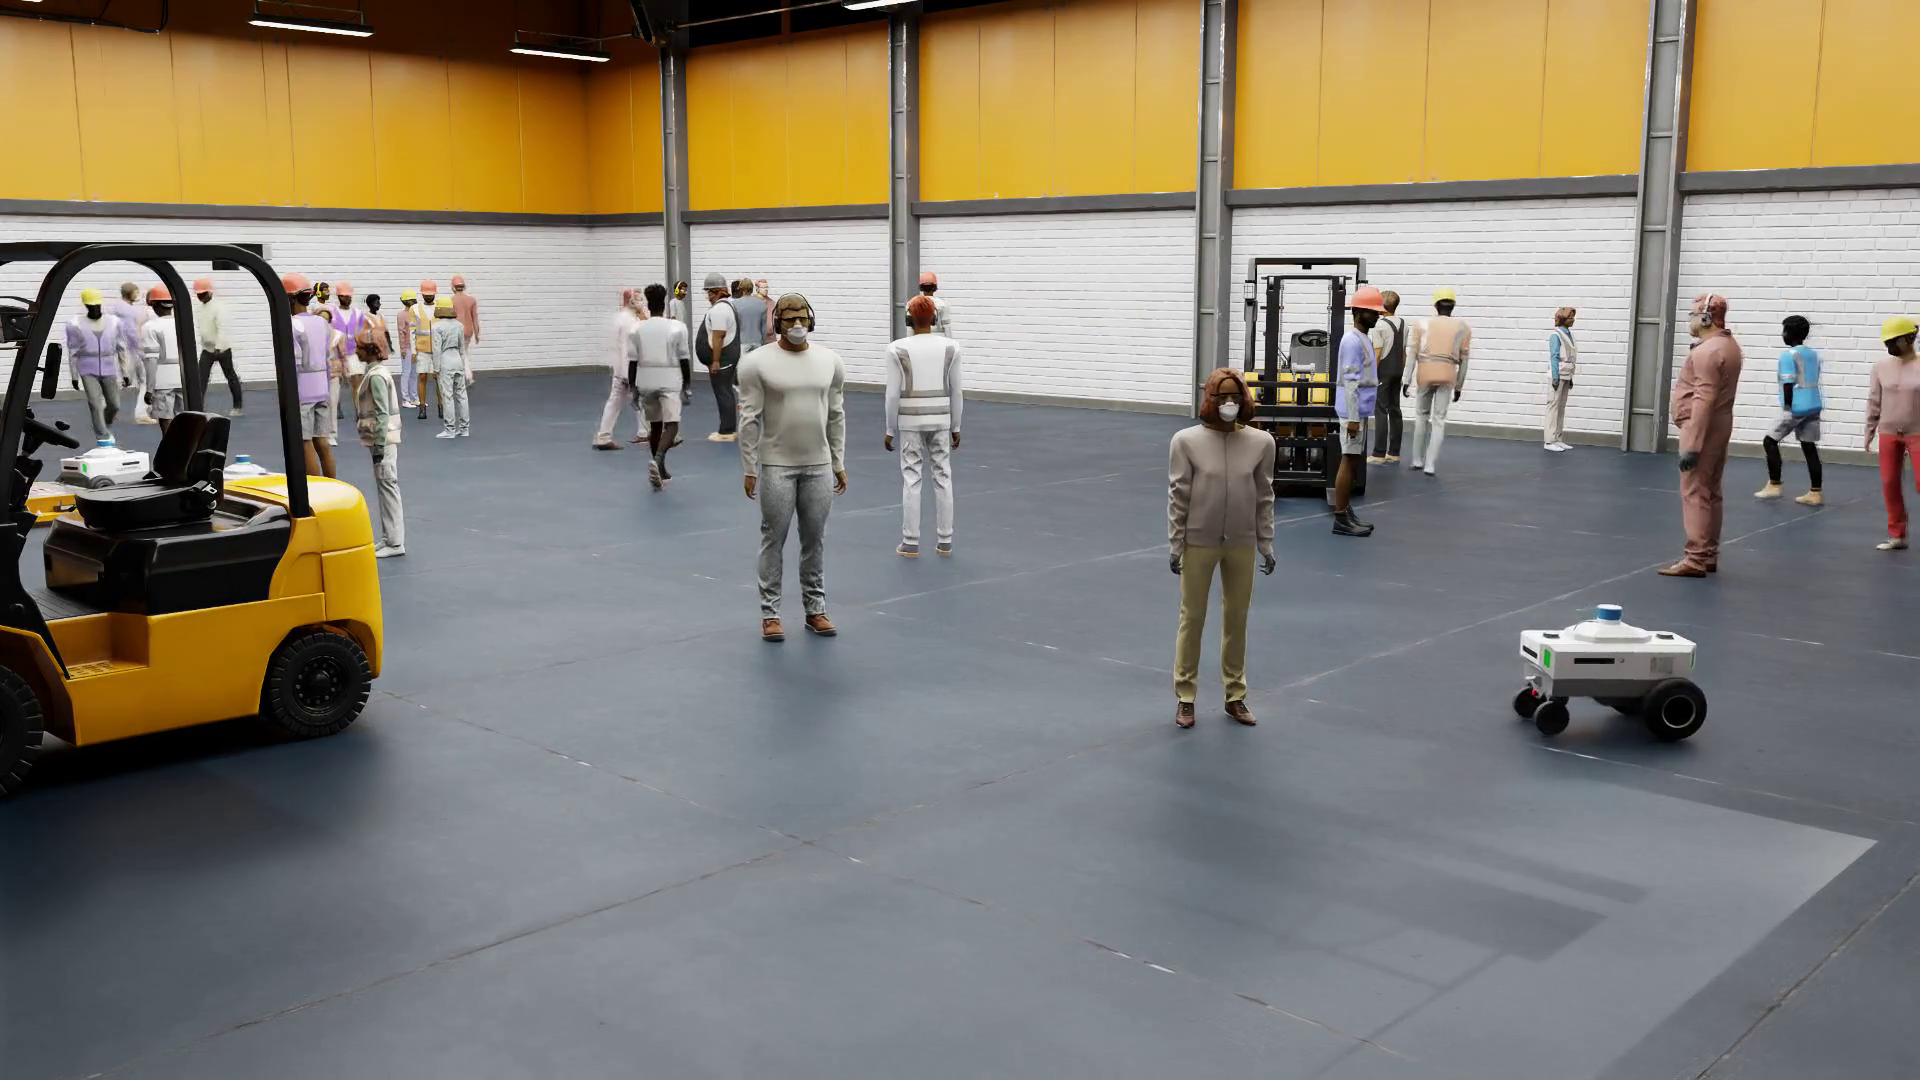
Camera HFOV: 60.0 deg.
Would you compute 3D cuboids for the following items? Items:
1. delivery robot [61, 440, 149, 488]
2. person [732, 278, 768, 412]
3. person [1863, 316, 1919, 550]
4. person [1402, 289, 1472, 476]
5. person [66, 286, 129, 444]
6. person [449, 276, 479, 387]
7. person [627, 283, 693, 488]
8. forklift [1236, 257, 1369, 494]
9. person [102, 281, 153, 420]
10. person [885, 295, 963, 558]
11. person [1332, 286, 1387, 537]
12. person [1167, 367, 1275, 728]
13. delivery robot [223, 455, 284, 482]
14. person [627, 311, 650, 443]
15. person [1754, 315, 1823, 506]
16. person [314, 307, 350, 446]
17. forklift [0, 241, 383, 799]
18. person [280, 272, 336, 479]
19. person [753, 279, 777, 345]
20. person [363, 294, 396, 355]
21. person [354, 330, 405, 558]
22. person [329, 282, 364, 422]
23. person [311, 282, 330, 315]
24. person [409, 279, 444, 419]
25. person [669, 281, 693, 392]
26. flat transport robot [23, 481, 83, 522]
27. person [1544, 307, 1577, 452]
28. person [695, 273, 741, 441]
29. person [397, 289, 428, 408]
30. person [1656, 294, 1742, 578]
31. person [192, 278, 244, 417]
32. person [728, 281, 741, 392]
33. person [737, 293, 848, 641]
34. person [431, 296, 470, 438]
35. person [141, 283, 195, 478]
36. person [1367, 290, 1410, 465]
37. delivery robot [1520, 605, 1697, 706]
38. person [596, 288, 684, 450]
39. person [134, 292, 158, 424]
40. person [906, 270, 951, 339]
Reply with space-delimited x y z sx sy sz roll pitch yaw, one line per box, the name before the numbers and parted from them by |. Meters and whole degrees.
delivery robot | -7.557 -0.644 14.720 0.477 0.478 0.707 4 10 24
person | -3.084 -2.823 24.132 0.629 1.940 0.372 -7 12 -37
person | 6.913 -0.761 12.126 0.439 1.725 0.604 -7 12 -38
person | 4.839 -1.607 16.912 0.650 1.859 0.902 3 10 17
person | -9.654 -1.896 18.587 0.606 1.891 0.773 -8 12 -41
person | -8.755 -3.653 29.199 0.628 1.954 1.003 -8 12 -42
person | -2.869 -1.458 15.747 0.594 1.943 0.839 1 9 9
forklift | 3.309 -1.629 16.029 1.214 2.155 2.313 2 9 11
person | -11.468 -2.603 22.905 0.910 1.910 0.623 -3 10 -20
person | -0.262 -0.810 11.958 0.572 1.885 0.356 -3 10 -16
person | 3.117 -1.000 12.967 0.370 1.933 0.550 3 10 20
person | 1.183 0.036 7.535 0.498 1.634 0.280 -1 9 -7
delivery robot | -5.818 -0.449 13.522 0.707 0.478 0.477 6 11 32
person | -3.829 -1.966 19.845 0.283 1.626 0.502 2 9 12
person | 7.353 -1.138 14.645 0.542 1.660 0.617 -6 11 -32
person | -7.395 -1.899 19.381 0.548 1.625 0.388 -5 10 -26
forklift | -3.706 -0.171 7.093 1.214 2.155 2.313 9 13 43
person | -5.438 -1.183 13.757 0.391 2.041 0.615 2 9 10
person | -3.204 -3.288 27.081 0.409 1.907 0.651 8 12 39
person | -9.106 -3.014 26.108 0.785 1.661 0.545 3 10 19
person | -4.178 -0.690 11.971 0.311 1.638 0.522 -3 10 -20
person | -8.385 -2.558 22.670 0.540 1.900 0.998 -6 11 -32
person | -9.682 -2.985 25.338 0.318 1.870 0.531 -2 9 -11
person | -7.319 -2.633 23.000 0.542 1.930 0.366 -4 10 -22
person | -4.741 -3.447 28.190 0.329 1.865 0.508 2 9 9
flat transport robot | -7.753 -0.328 13.936 1.431 0.197 0.652 8 12 41
person | 6.859 -1.835 18.992 0.308 1.640 0.511 7 12 38
person | -2.922 -2.212 20.075 0.540 2.000 0.685 0 9 1
person | -8.198 -2.857 24.859 0.298 1.772 0.533 2 10 13
person | 4.983 -0.693 11.203 0.406 1.903 0.688 7 12 36
person | -10.387 -2.643 23.032 0.643 1.925 1.033 4 10 26
person | -3.811 -3.460 28.290 0.602 1.859 1.030 -6 11 -31
person | -0.926 -0.408 9.326 0.635 1.938 0.359 -4 10 -25
person | -6.292 -2.122 20.435 0.317 1.743 0.488 6 11 31
person | -7.654 -1.511 16.091 0.366 1.935 0.552 5 11 28
person | 4.518 -1.717 17.638 0.507 1.846 0.343 -6 11 -34
delivery robot | 2.901 0.534 7.473 0.707 0.478 0.477 0 10 -2
person | -3.712 -1.939 18.964 0.986 1.853 0.657 -3 10 -20
person | -10.692 -2.439 22.265 0.698 1.780 0.884 8 12 40
person | -0.414 -2.569 22.246 0.607 2.048 0.369 1 9 5
